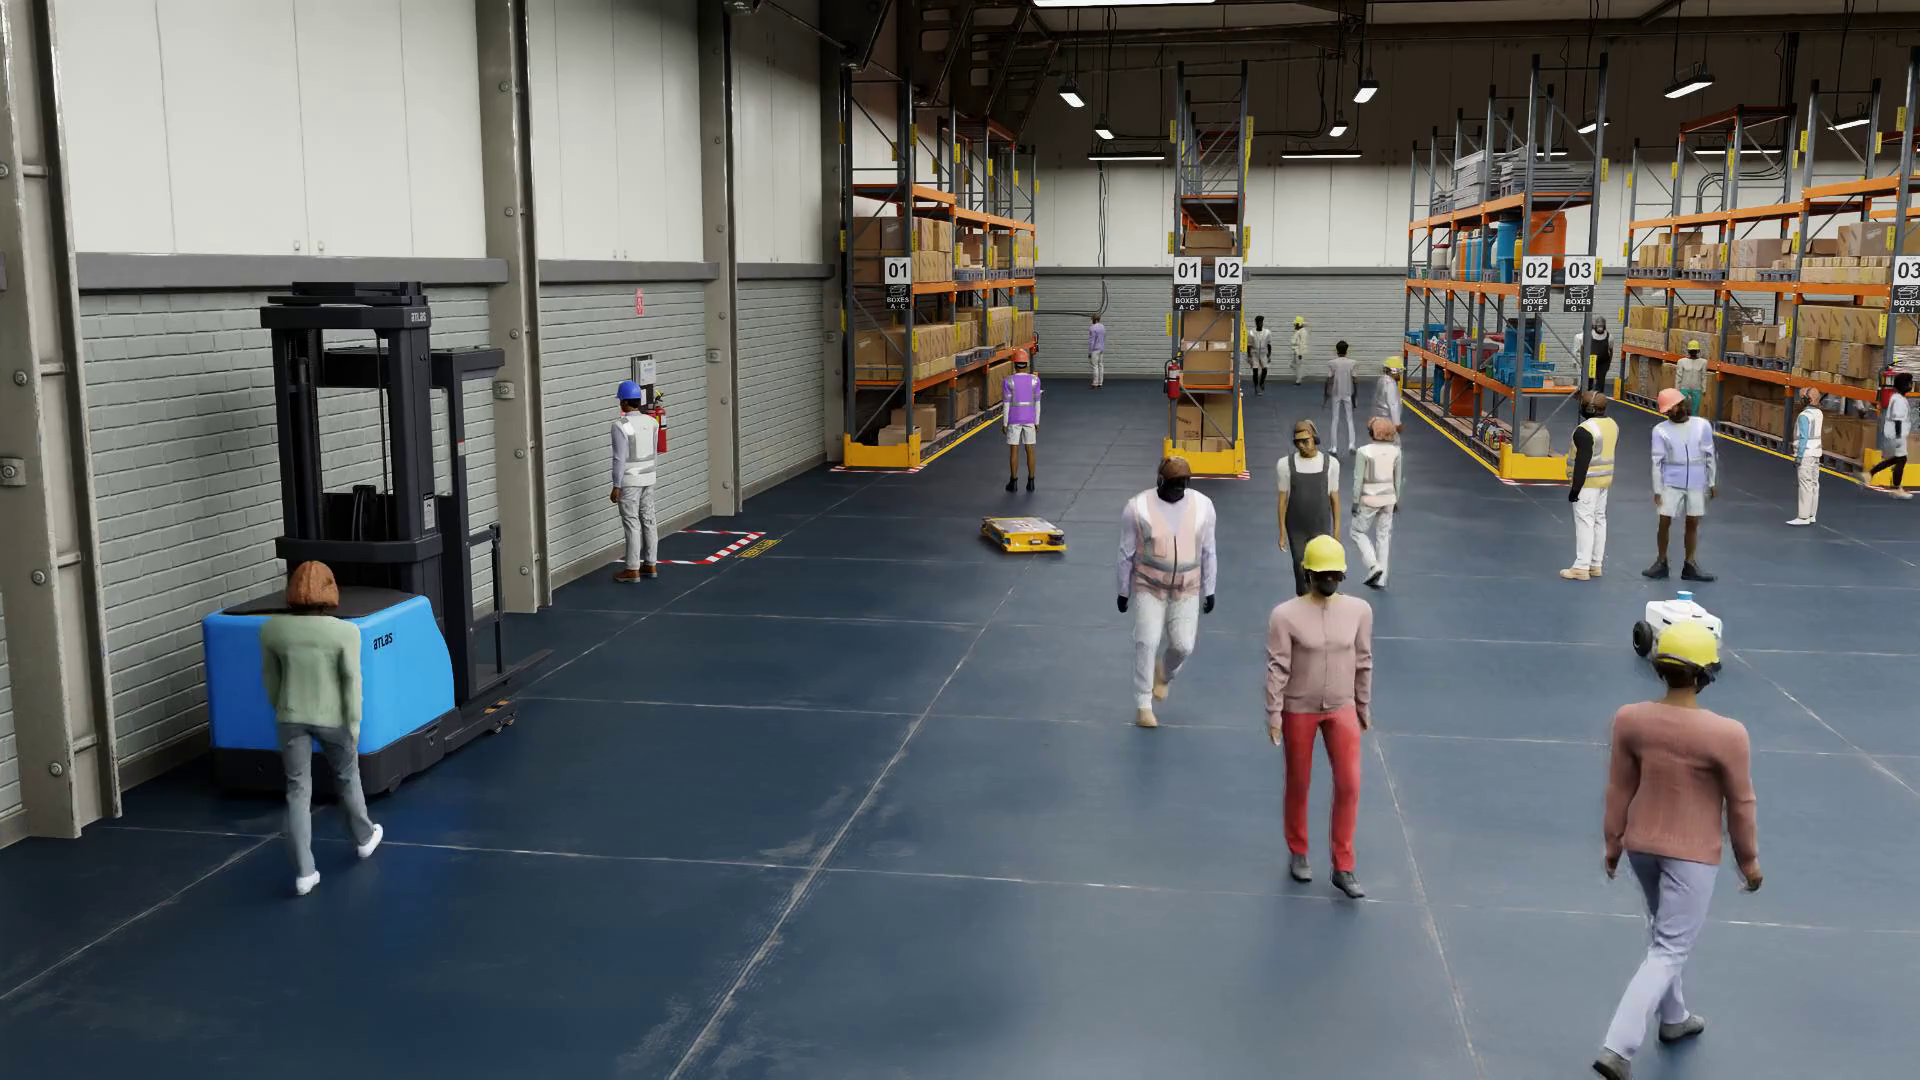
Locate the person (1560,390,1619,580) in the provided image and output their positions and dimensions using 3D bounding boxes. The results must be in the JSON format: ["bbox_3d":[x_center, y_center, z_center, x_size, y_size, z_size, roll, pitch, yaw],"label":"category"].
[{"bbox_3d":[6.173,-0.545,16.333,0.628,1.845,0.429,-8,12,-42],"label":"person"}]

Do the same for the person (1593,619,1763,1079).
[{"bbox_3d":[2.628,1.154,6.204,0.873,1.727,0.524,-6,11,-33],"label":"person"}]

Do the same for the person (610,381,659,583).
[{"bbox_3d":[-3.168,-0.572,16.177,0.384,1.949,0.604,5,11,29],"label":"person"}]

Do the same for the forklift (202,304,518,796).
[{"bbox_3d":[-3.673,-0.038,10.147,1.129,2.768,1.873,1,9,9],"label":"forklift"}]

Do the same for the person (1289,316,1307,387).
[{"bbox_3d":[8.794,-4.897,43.229,0.426,1.821,0.617,0,9,-2],"label":"person"}]

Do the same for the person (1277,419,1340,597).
[{"bbox_3d":[2.836,-0.082,13.562,0.517,1.819,0.451,2,9,10],"label":"person"}]

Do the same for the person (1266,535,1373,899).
[{"bbox_3d":[1.757,0.849,8.022,0.551,1.740,0.712,-1,9,-4],"label":"person"}]

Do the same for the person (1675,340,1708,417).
[{"bbox_3d":[13.123,-2.700,29.861,0.533,1.767,0.326,2,10,15],"label":"person"}]

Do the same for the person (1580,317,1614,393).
[{"bbox_3d":[14.279,-4.024,37.315,0.693,2.000,0.996,3,10,18],"label":"person"}]

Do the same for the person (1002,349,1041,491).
[{"bbox_3d":[0.833,-1.645,22.826,0.545,1.939,0.354,-2,9,-13],"label":"person"}]

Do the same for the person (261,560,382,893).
[{"bbox_3d":[-3.178,0.885,8.274,0.509,1.599,0.733,-1,9,-4],"label":"person"}]

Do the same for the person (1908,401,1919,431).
[{"bbox_3d":[16.769,-2.676,29.276,0.623,1.900,0.748,2,9,10],"label":"person"}]

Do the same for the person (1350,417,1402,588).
[{"bbox_3d":[3.944,-0.352,15.791,0.534,1.623,0.366,-3,10,-20],"label":"person"}]

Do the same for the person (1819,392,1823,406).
[{"bbox_3d":[18.050,-3.445,35.009,0.514,1.585,0.879,5,10,27],"label":"person"}]

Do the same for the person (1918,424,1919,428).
[{"bbox_3d":[18.530,-3.142,32.195,0.559,1.899,0.898,3,10,16],"label":"person"}]

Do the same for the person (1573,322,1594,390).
[{"bbox_3d":[14.344,-4.089,38.094,0.597,1.867,0.473,1,9,7],"label":"person"}]

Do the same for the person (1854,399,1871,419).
[{"bbox_3d":[17.681,-3.207,32.454,0.622,1.934,0.594,2,9,13],"label":"person"}]

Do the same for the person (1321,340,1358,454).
[{"bbox_3d":[6.275,-2.359,27.464,0.628,1.868,0.561,2,9,12],"label":"person"}]

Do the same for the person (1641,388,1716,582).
[{"bbox_3d":[7.060,-0.529,16.152,0.684,1.885,0.369,2,9,11],"label":"person"}]

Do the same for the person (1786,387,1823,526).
[{"bbox_3d":[10.025,-0.988,19.686,0.514,1.641,0.315,-9,13,-43],"label":"person"}]

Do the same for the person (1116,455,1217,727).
[{"bbox_3d":[1.364,0.315,11.119,0.680,1.813,0.587,-1,9,-5],"label":"person"}]

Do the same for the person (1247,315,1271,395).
[{"bbox_3d":[7.236,-4.475,40.276,0.619,1.937,0.539,0,9,-1],"label":"person"}]

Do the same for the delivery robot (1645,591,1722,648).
[{"bbox_3d":[5.577,0.639,12.833,0.477,0.478,0.707,0,9,1],"label":"delivery robot"}]

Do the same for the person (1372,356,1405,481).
[{"bbox_3d":[6.109,-1.692,23.523,0.675,1.805,0.612,2,9,10],"label":"person"}]

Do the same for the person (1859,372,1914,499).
[{"bbox_3d":[12.374,-1.397,22.085,0.569,1.676,0.540,4,10,22],"label":"person"}]

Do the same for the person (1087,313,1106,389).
[{"bbox_3d":[3.485,-4.828,42.468,0.374,1.939,0.631,6,11,33],"label":"person"}]

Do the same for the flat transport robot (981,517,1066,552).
[{"bbox_3d":[0.687,-0.076,18.409,0.652,0.197,1.431,-2,9,-11],"label":"flat transport robot"}]

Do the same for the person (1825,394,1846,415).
[{"bbox_3d":[17.952,-3.405,33.932,0.591,1.854,0.854,1,9,8],"label":"person"}]
